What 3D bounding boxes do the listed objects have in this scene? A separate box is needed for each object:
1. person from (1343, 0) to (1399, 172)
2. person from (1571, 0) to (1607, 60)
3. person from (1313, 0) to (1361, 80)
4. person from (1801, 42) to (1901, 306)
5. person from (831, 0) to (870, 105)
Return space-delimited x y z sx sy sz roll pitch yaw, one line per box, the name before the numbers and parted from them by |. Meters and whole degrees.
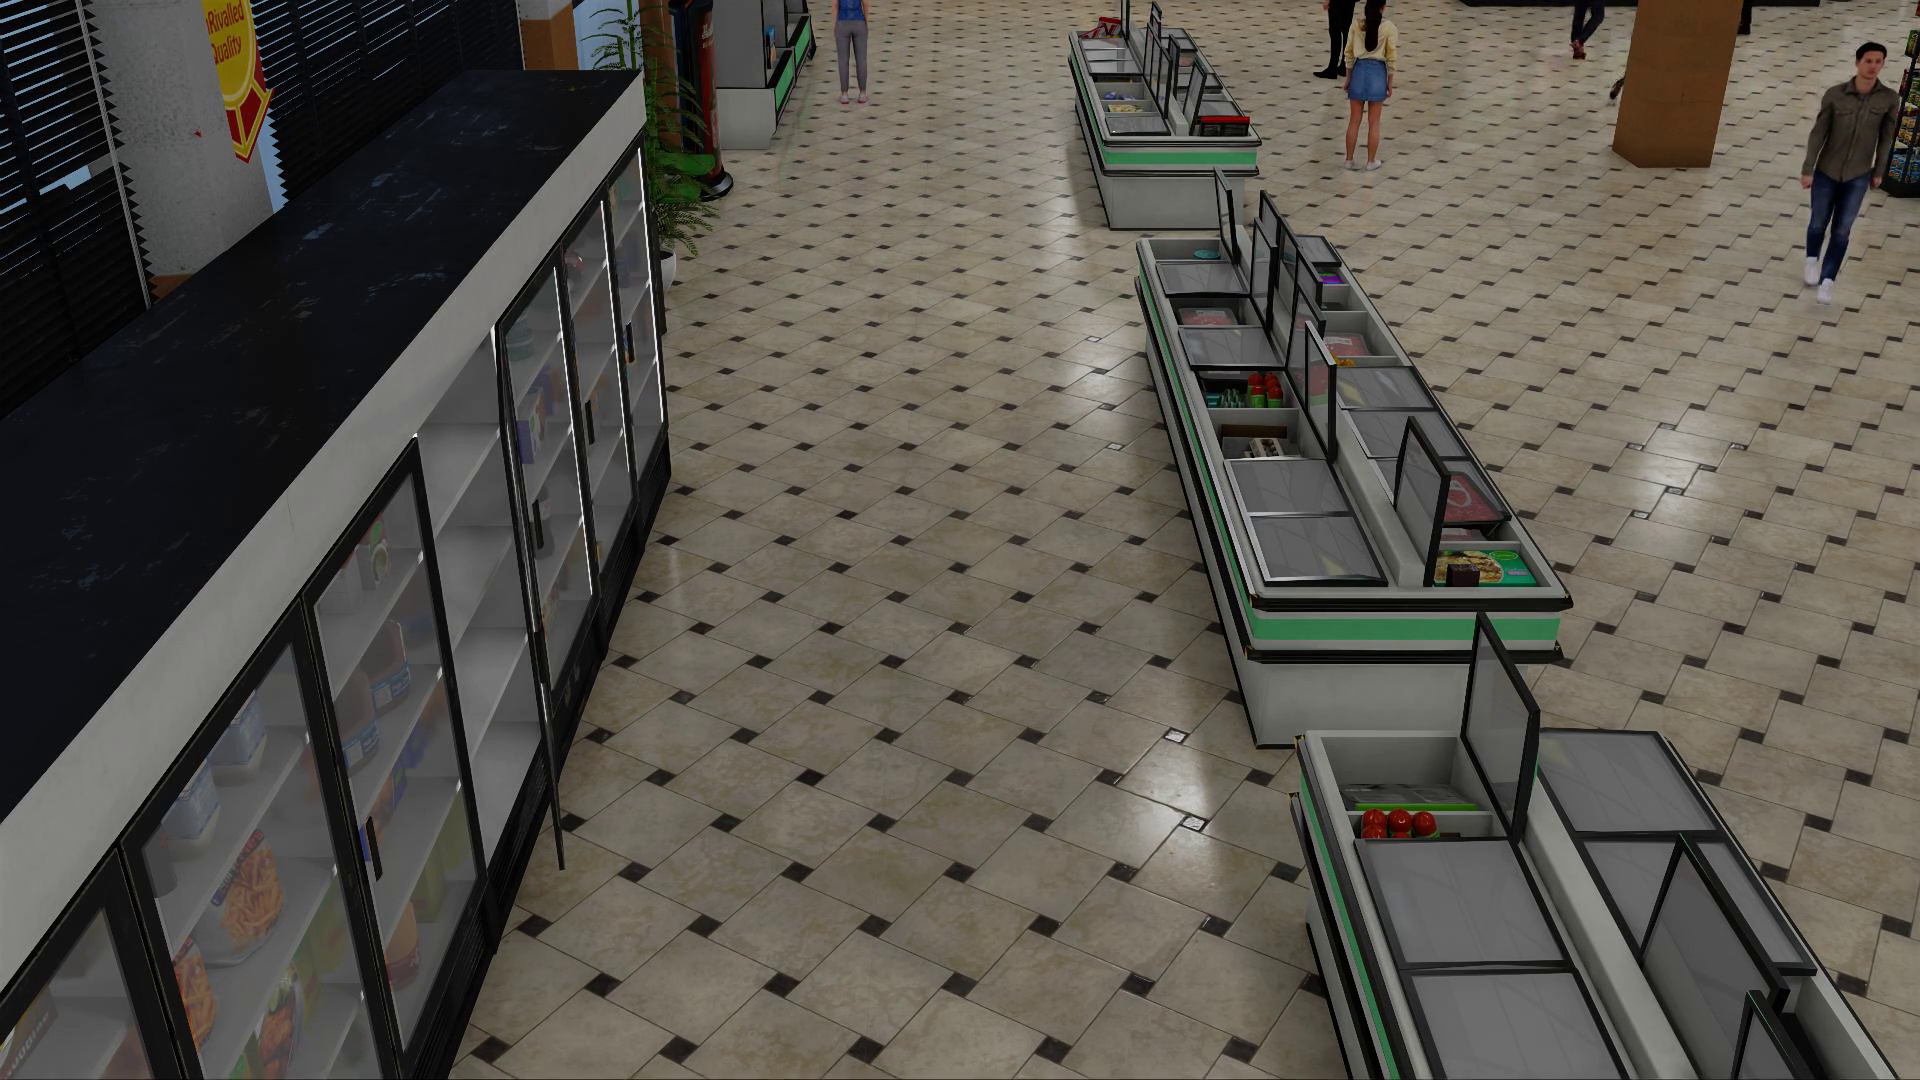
person | 3.820 -4.300 15.572 0.718 1.631 0.688 11 29 21
person | 7.622 -6.745 20.193 0.990 1.812 0.932 -22 34 -36
person | 4.450 -6.345 19.315 0.788 1.893 0.830 -21 34 -35
person | 6.454 -2.695 12.192 1.012 1.825 1.285 10 29 19
person | -1.195 -5.600 18.159 0.575 1.609 0.554 -3 27 -5
